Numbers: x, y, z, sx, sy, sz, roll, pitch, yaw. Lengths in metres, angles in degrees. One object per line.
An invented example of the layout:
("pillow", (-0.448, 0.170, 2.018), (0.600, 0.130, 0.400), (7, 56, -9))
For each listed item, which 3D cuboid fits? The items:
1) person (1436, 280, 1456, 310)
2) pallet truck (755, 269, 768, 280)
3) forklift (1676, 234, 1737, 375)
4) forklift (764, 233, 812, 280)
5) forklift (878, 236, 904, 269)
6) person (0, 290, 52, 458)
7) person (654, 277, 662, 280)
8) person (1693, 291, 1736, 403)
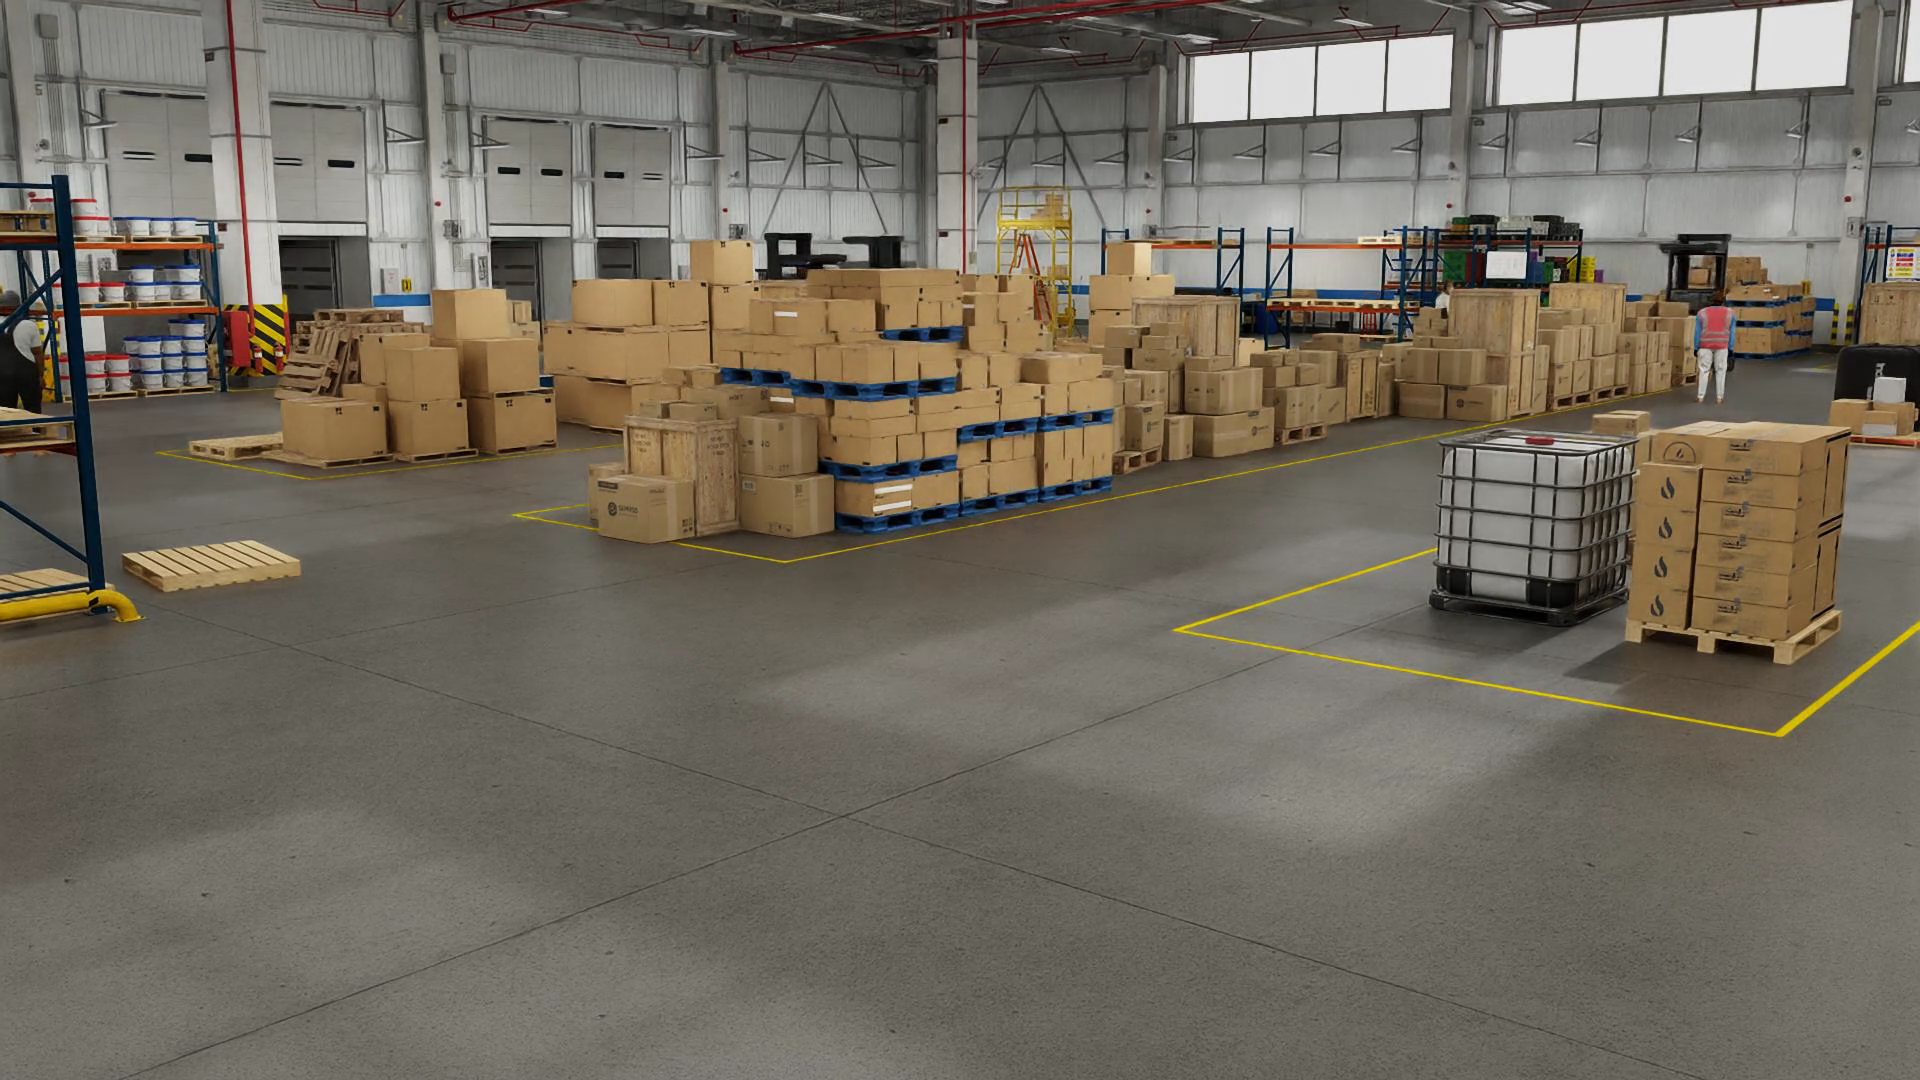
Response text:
("person", (9.754, -4.252, 33.371), (0.740, 1.917, 0.420), (-8, 13, -39))
("pallet truck", (-4.996, -6.432, 45.525), (1.885, 1.965, 0.823), (-6, 12, -32))
("forklift", (14.932, -4.772, 33.563), (1.129, 2.768, 1.873), (8, 13, 40))
("forklift", (-3.210, -4.351, 31.165), (1.873, 2.768, 1.129), (8, 13, 40))
("forklift", (-1.629, -5.799, 39.408), (1.873, 2.768, 1.129), (2, 10, 14))
("person", (-11.508, -2.024, 20.306), (0.674, 2.000, 0.535), (-2, 10, -12))
("person", (-6.512, -4.725, 36.020), (0.634, 1.929, 0.381), (-5, 11, -24))
("person", (12.394, -3.163, 27.347), (0.633, 1.846, 0.429), (3, 10, 17))
